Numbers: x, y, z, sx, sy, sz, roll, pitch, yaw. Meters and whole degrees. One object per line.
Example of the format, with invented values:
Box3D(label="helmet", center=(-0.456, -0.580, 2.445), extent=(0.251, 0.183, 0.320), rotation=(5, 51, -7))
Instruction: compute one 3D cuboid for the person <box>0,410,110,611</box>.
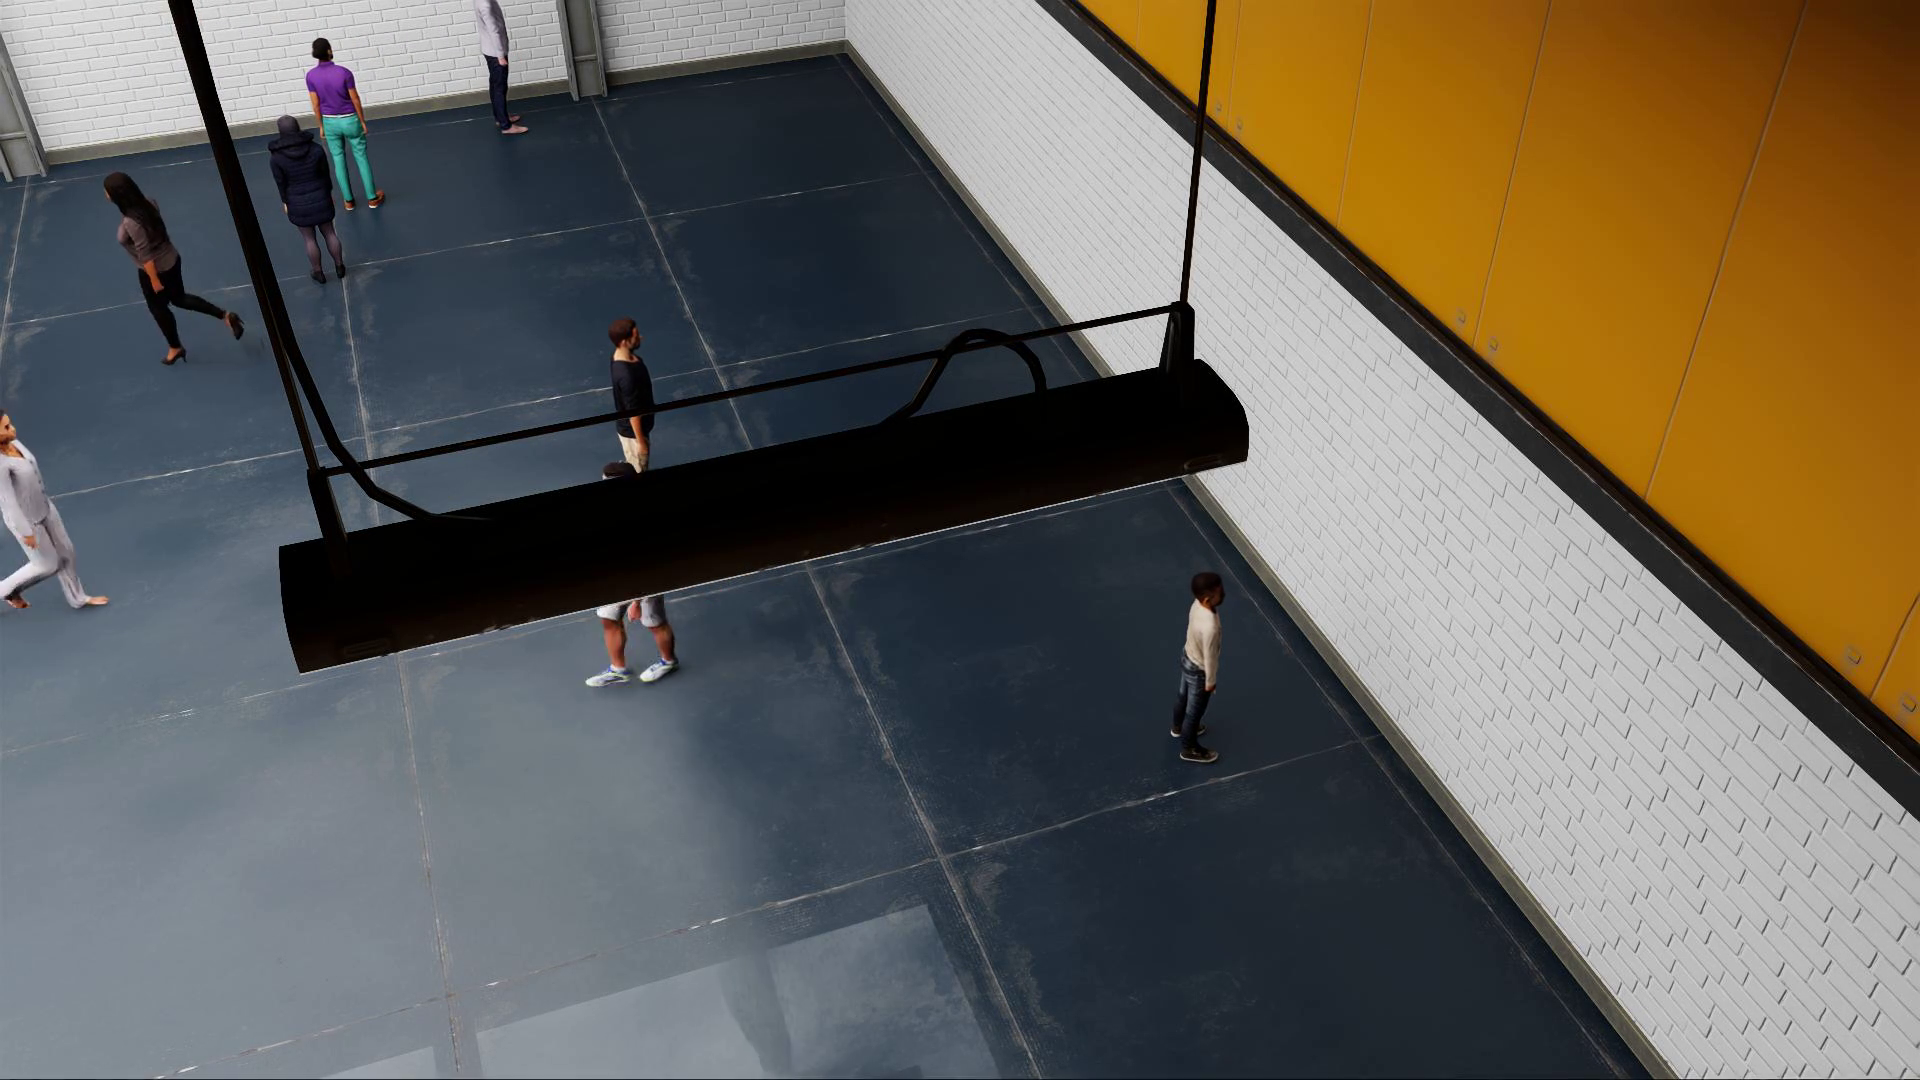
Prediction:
Box3D(label="person", center=(-6.621, -0.168, 11.689), extent=(0.975, 1.717, 0.739), rotation=(-5, 39, -7))

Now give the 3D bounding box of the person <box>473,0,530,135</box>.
Box3D(label="person", center=(-5.074, -5.358, 18.086), extent=(0.587, 1.846, 0.690), rotation=(-16, 41, -19))

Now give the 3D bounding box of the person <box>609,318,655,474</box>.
Box3D(label="person", center=(-2.448, -0.846, 12.429), extent=(0.549, 1.854, 0.636), rotation=(-10, 40, -13))

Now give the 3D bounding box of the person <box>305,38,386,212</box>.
Box3D(label="person", center=(-6.186, -4.157, 16.645), extent=(0.547, 1.767, 0.723), rotation=(-6, 39, -7))

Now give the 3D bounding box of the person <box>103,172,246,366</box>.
Box3D(label="person", center=(-6.773, -2.319, 14.308), extent=(1.073, 1.811, 0.836), rotation=(-2, 39, -2))

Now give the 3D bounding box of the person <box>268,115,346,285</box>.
Box3D(label="person", center=(-6.073, -3.184, 15.500), extent=(0.664, 1.675, 0.788), rotation=(-22, 43, -25))

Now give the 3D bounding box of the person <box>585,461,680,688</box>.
Box3D(label="person", center=(-2.086, 0.213, 11.115), extent=(0.974, 1.838, 0.844), rotation=(-25, 45, -28))

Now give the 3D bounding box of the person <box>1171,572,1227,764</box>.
Box3D(label="person", center=(1.536, 0.792, 10.691), extent=(0.574, 1.464, 0.598), rotation=(-4, 39, -5))
